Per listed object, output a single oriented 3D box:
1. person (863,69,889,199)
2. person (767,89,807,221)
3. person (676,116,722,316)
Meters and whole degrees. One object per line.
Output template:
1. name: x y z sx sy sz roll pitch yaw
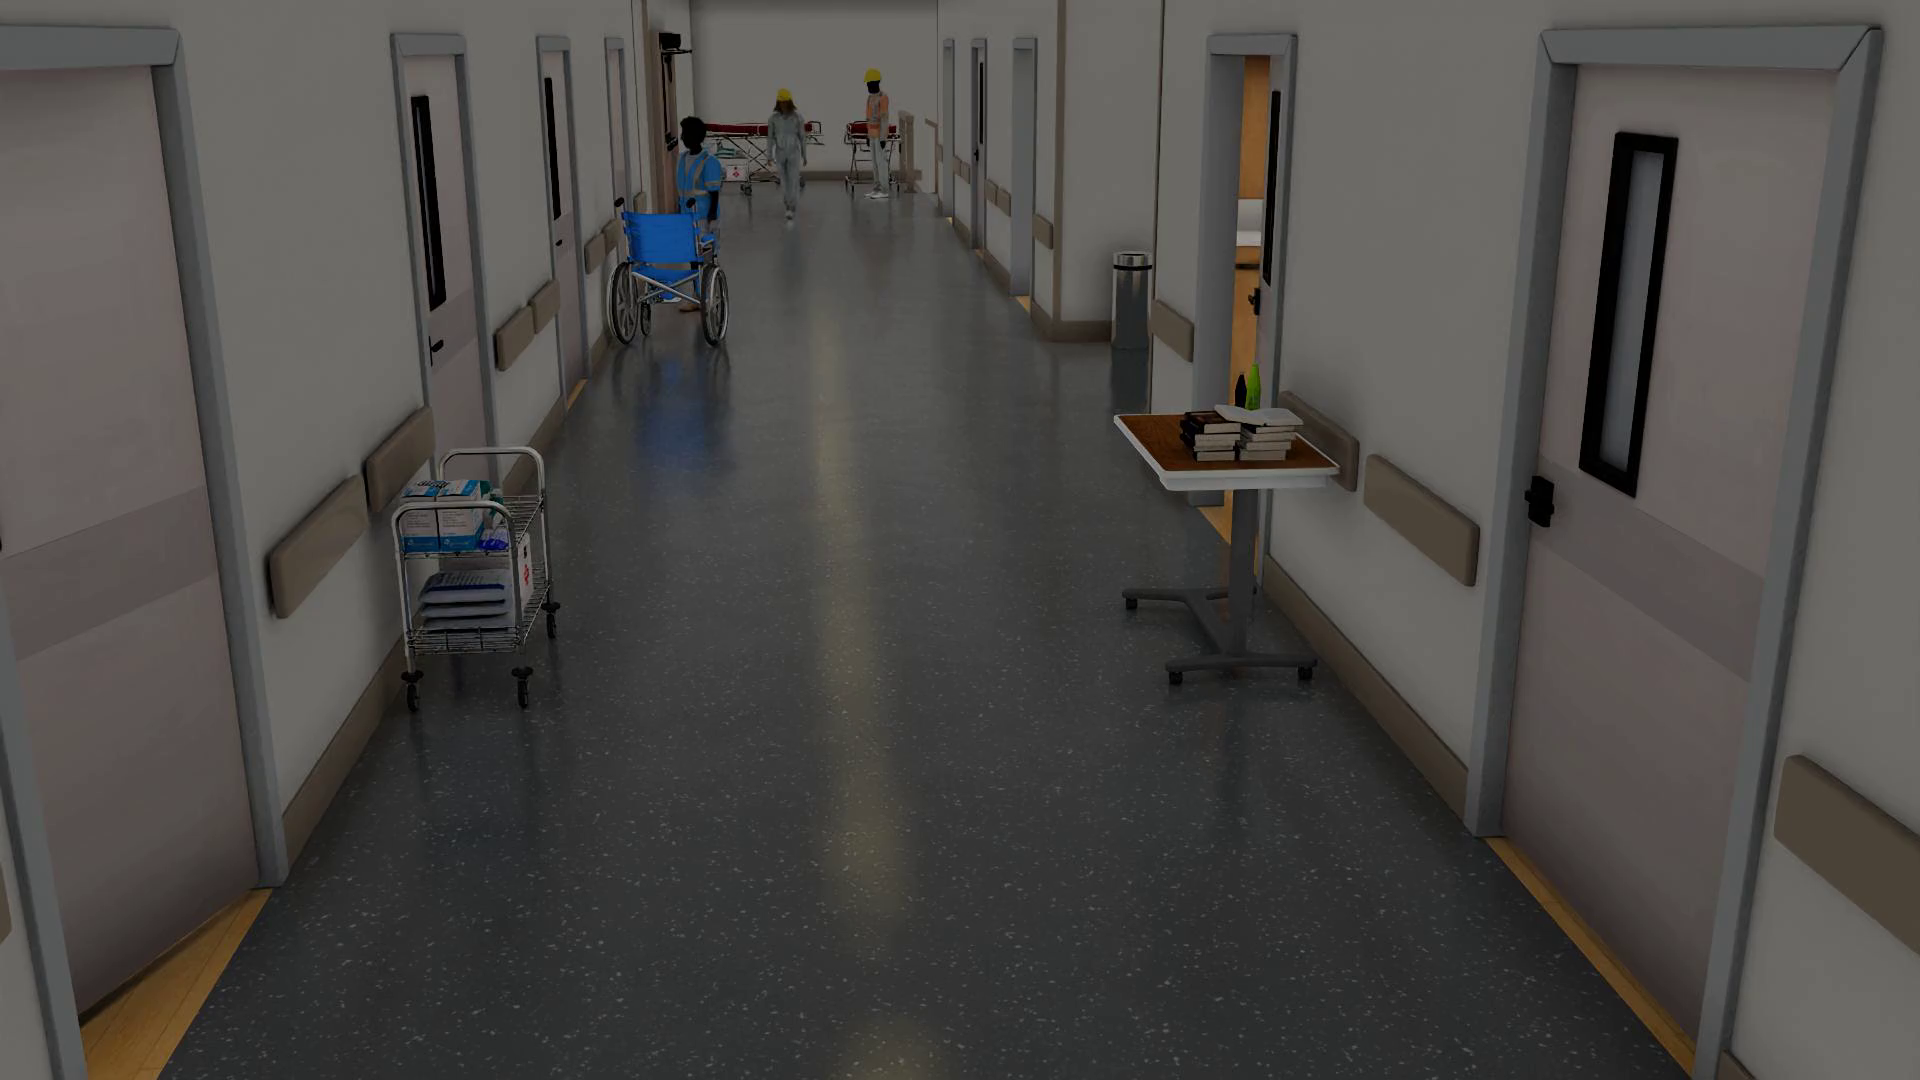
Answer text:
1. person: -1.276 -6.158 25.245 0.393 1.918 0.585 -8 18 -24
2. person: -2.312 -5.130 22.170 0.503 1.698 0.888 1 17 4
3. person: -2.263 -2.803 14.411 0.538 1.695 0.318 15 23 42
